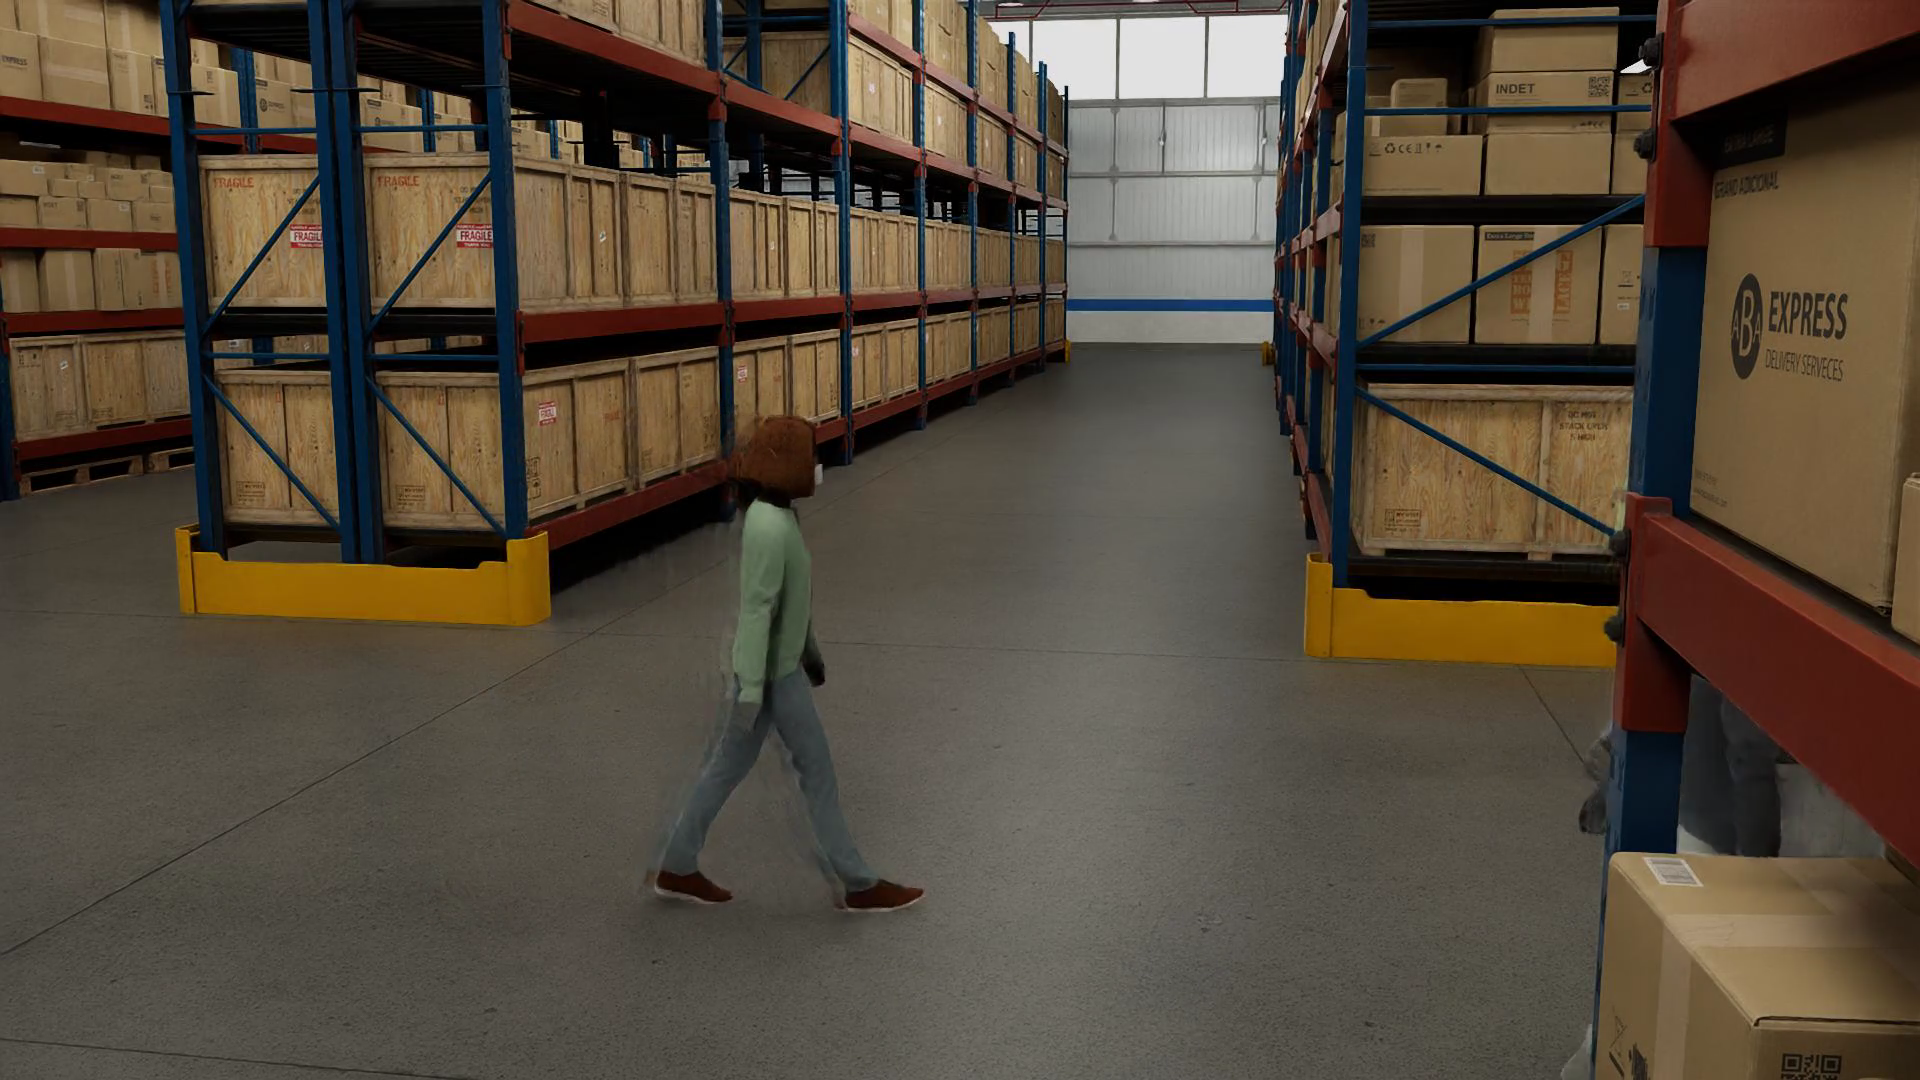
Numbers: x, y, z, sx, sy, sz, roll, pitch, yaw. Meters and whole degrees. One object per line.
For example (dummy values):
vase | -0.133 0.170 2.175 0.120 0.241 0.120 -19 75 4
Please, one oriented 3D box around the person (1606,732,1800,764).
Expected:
person | 3.035 0.063 6.633 0.914 1.813 0.580 -1 9 -6

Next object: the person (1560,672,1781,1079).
person | 1.674 0.642 3.727 0.888 1.579 0.491 2 9 14

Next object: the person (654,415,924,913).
person | -0.580 0.398 5.208 0.860 1.587 0.533 -1 9 -5
